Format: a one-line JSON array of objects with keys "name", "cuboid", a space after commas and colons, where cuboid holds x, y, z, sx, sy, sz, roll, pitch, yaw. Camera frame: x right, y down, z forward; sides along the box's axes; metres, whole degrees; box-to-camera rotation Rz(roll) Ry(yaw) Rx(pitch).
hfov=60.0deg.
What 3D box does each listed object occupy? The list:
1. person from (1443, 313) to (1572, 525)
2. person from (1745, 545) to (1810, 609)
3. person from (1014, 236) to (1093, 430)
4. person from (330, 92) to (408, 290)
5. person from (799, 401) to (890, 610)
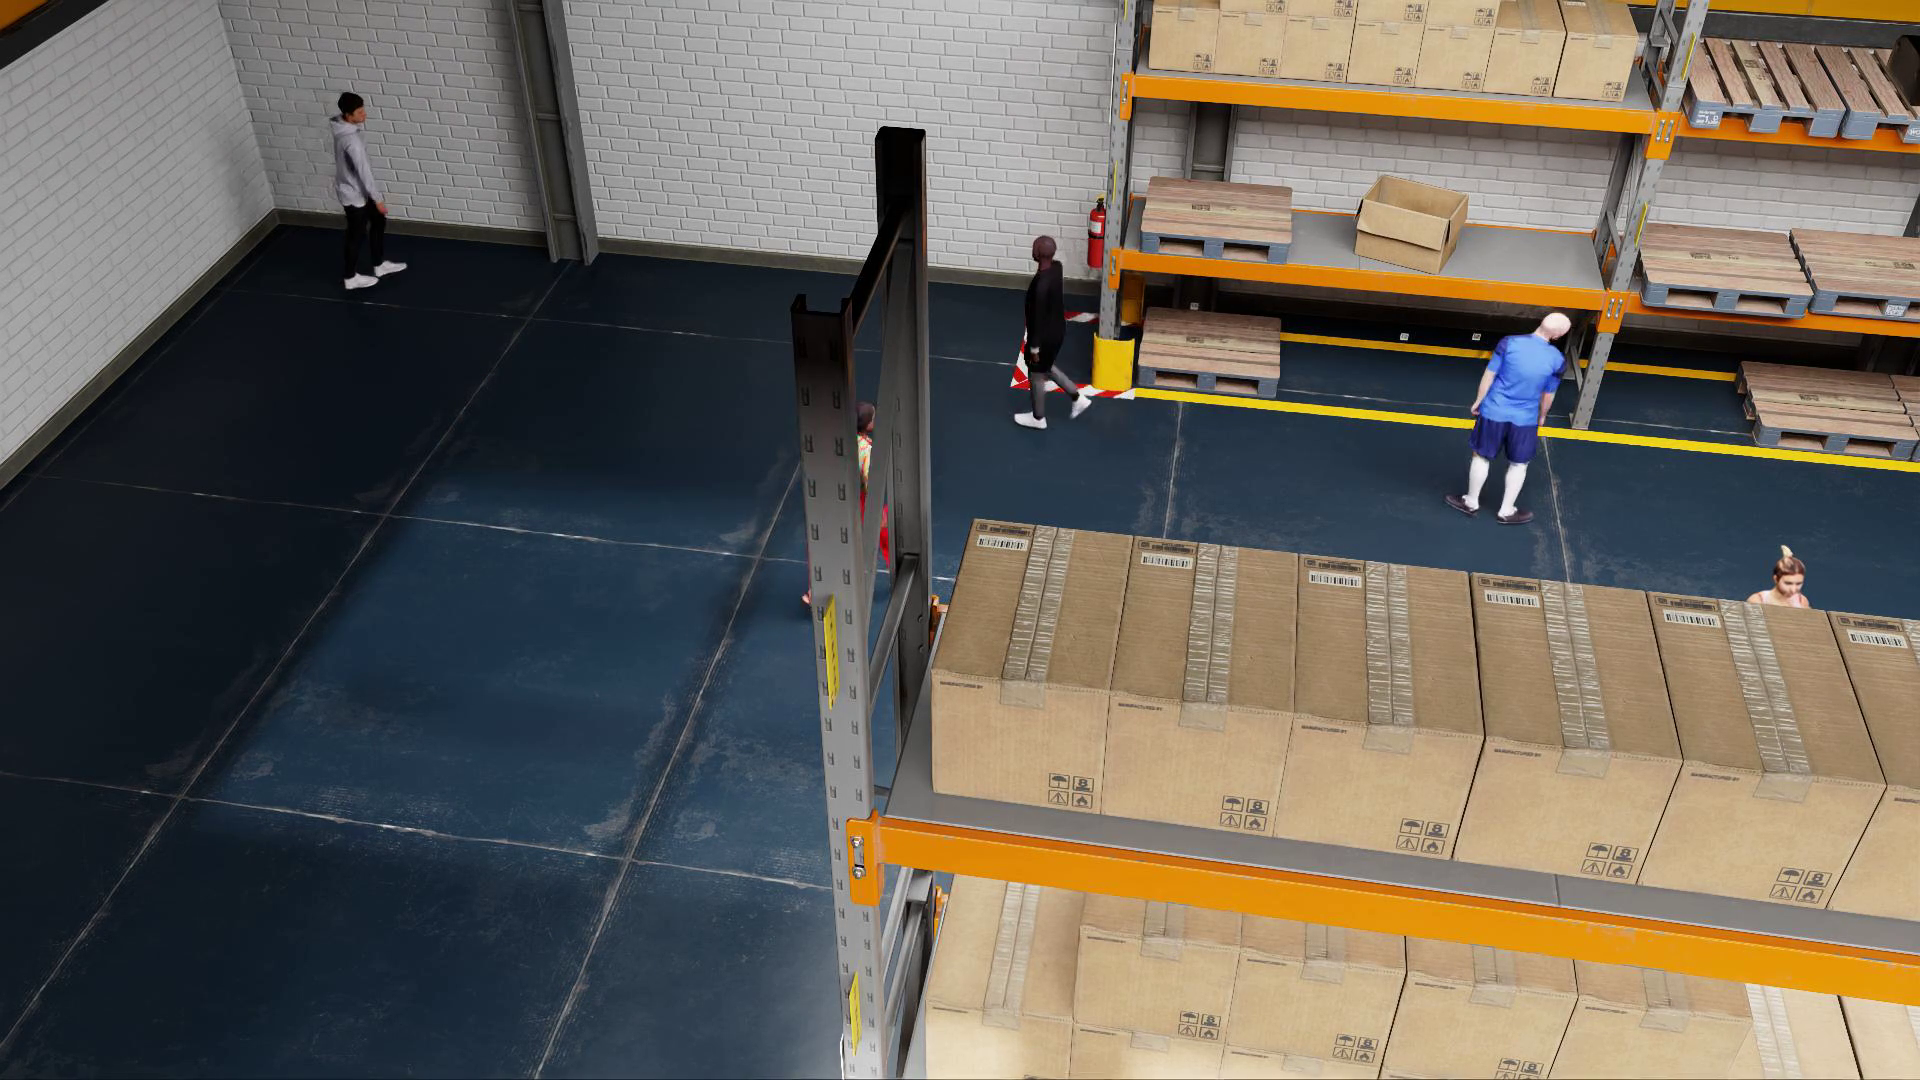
[{"name": "person", "cuboid": [4.056, -0.930, 12.445, 0.539, 1.805, 0.925, 1, 39, 2]}, {"name": "person", "cuboid": [4.997, 0.756, 10.467, 0.556, 1.640, 0.673, -2, 39, -2]}, {"name": "person", "cuboid": [0.777, -1.619, 13.356, 0.935, 1.745, 0.767, 14, 41, 17]}, {"name": "person", "cuboid": [-5.593, -3.152, 15.167, 0.994, 1.880, 0.912, -20, 43, -23]}, {"name": "person", "cuboid": [-0.761, -0.154, 11.526, 1.256, 1.740, 0.963, -11, 40, -14]}]
